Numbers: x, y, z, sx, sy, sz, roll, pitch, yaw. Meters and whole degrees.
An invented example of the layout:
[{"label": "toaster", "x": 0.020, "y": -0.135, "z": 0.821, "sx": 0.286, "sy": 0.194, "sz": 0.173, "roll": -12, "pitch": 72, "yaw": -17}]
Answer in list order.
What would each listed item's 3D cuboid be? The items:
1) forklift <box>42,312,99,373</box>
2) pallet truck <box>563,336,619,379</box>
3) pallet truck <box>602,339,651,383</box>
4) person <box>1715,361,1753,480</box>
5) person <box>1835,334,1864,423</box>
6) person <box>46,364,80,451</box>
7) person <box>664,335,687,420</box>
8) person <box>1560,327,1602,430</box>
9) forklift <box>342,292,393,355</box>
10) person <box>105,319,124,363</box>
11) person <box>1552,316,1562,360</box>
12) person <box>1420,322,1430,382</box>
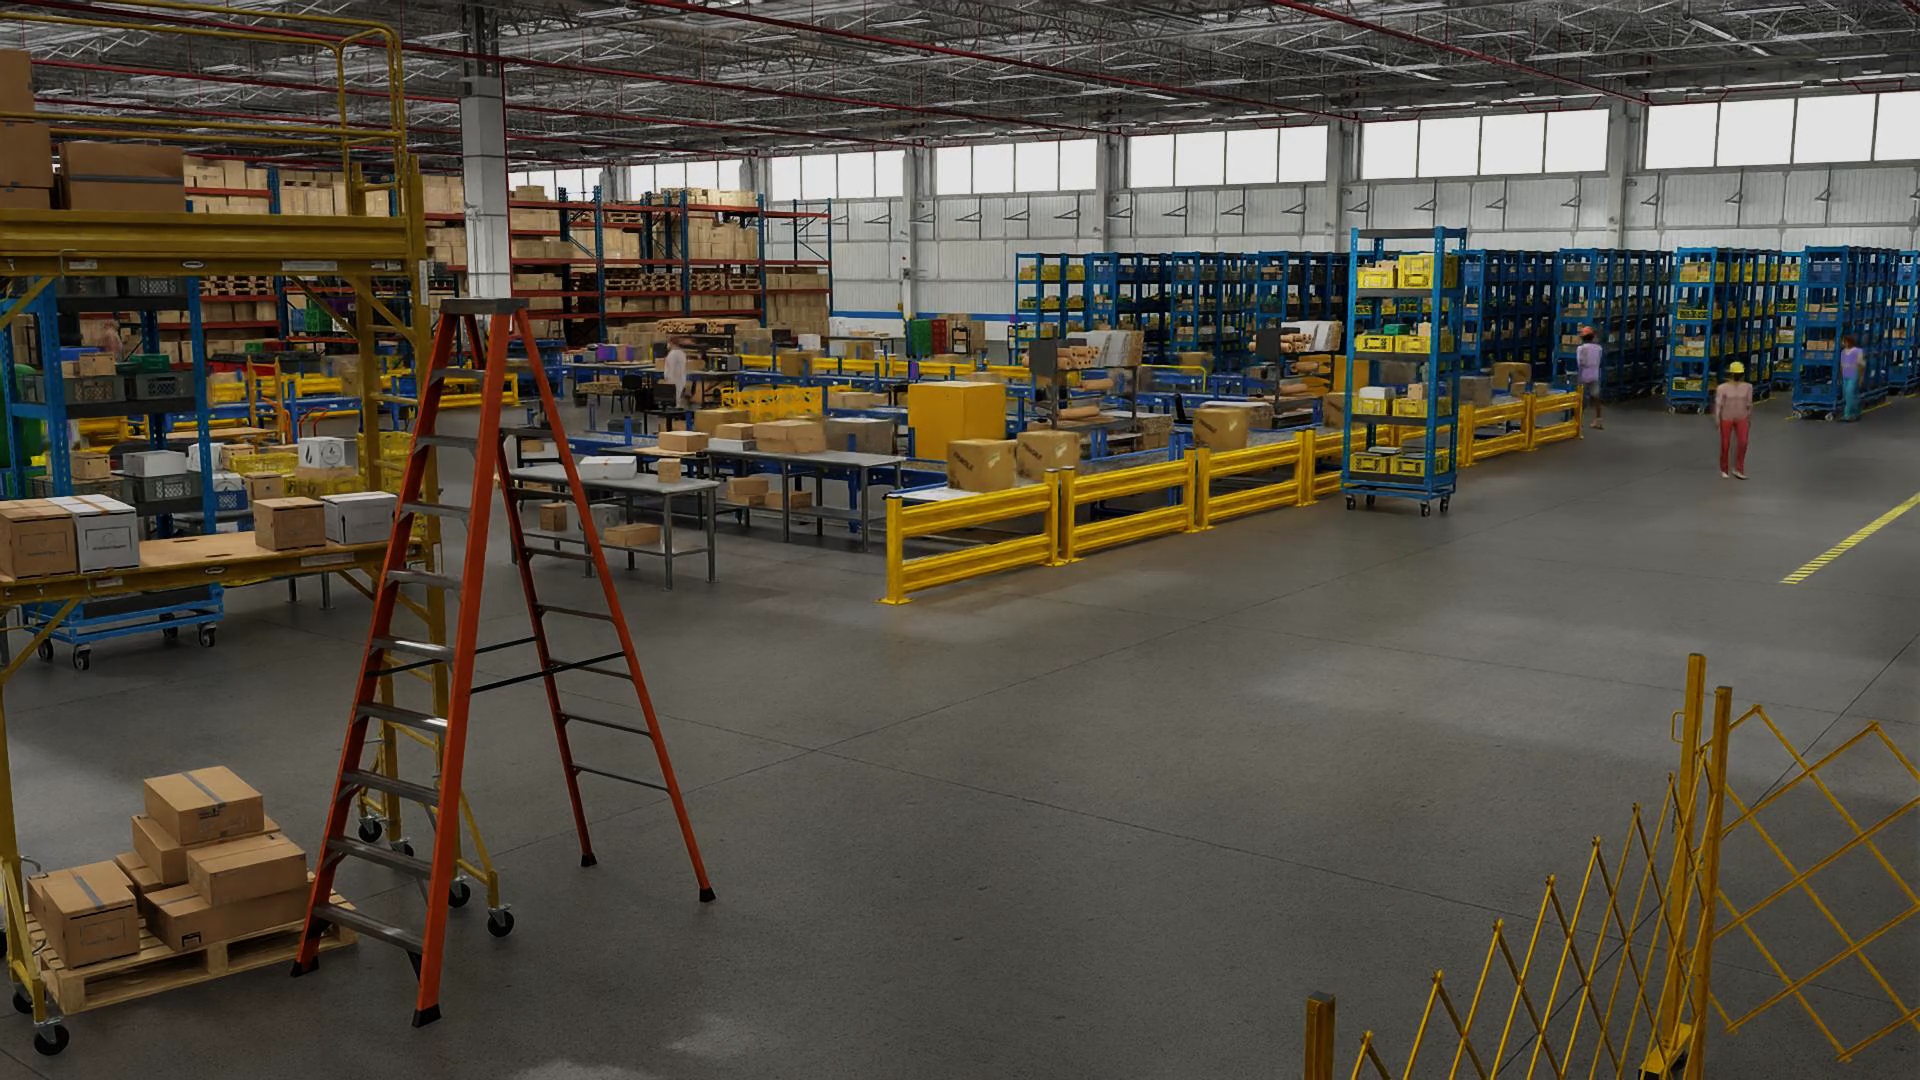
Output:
[{"label": "forklift", "x": -23.779, "y": -5.451, "z": 44.052, "sx": 1.873, "sy": 2.768, "sz": 1.129, "roll": 7, "pitch": 11, "yaw": 36}, {"label": "pallet truck", "x": -10.690, "y": -5.294, "z": 48.215, "sx": 1.601, "sy": 1.201, "sz": 0.680, "roll": -5, "pitch": 10, "yaw": -26}, {"label": "pallet truck", "x": -8.991, "y": -4.871, "z": 45.351, "sx": 0.653, "sy": 1.274, "sz": 1.630, "roll": 7, "pitch": 11, "yaw": 37}, {"label": "person", "x": 11.410, "y": -1.751, "z": 24.467, "sx": 0.556, "sy": 1.740, "sz": 0.705, "roll": 1, "pitch": 9, "yaw": 8}, {"label": "person", "x": 18.215, "y": -3.288, "z": 33.914, "sx": 0.719, "sy": 1.807, "sz": 0.638, "roll": -1, "pitch": 9, "yaw": -9}, {"label": "person", "x": -11.660, "y": -1.350, "z": 21.504, "sx": 0.550, "sy": 1.916, "sz": 0.805, "roll": 5, "pitch": 10, "yaw": 27}, {"label": "person", "x": -5.386, "y": -2.908, "z": 31.272, "sx": 0.431, "sy": 1.892, "sz": 0.646, "roll": 1, "pitch": 9, "yaw": 6}, {"label": "person", "x": 12.284, "y": -3.183, "z": 32.667, "sx": 0.636, "sy": 1.975, "sz": 1.074, "roll": -3, "pitch": 10, "yaw": -19}, {"label": "forklift", "x": -16.485, "y": -5.622, "z": 45.120, "sx": 1.129, "sy": 2.768, "sz": 1.873, "roll": 7, "pitch": 11, "yaw": 37}, {"label": "person", "x": -21.875, "y": -4.771, "z": 42.916, "sx": 0.733, "sy": 1.881, "sz": 0.652, "roll": -2, "pitch": 9, "yaw": -15}, {"label": "person", "x": 17.332, "y": -5.723, "z": 48.514, "sx": 0.392, "sy": 1.991, "sz": 0.612, "roll": 3, "pitch": 10, "yaw": 17}, {"label": "person", "x": 11.640, "y": -4.544, "z": 41.640, "sx": 0.403, "sy": 1.837, "sz": 0.591, "roll": 4, "pitch": 10, "yaw": 24}]
